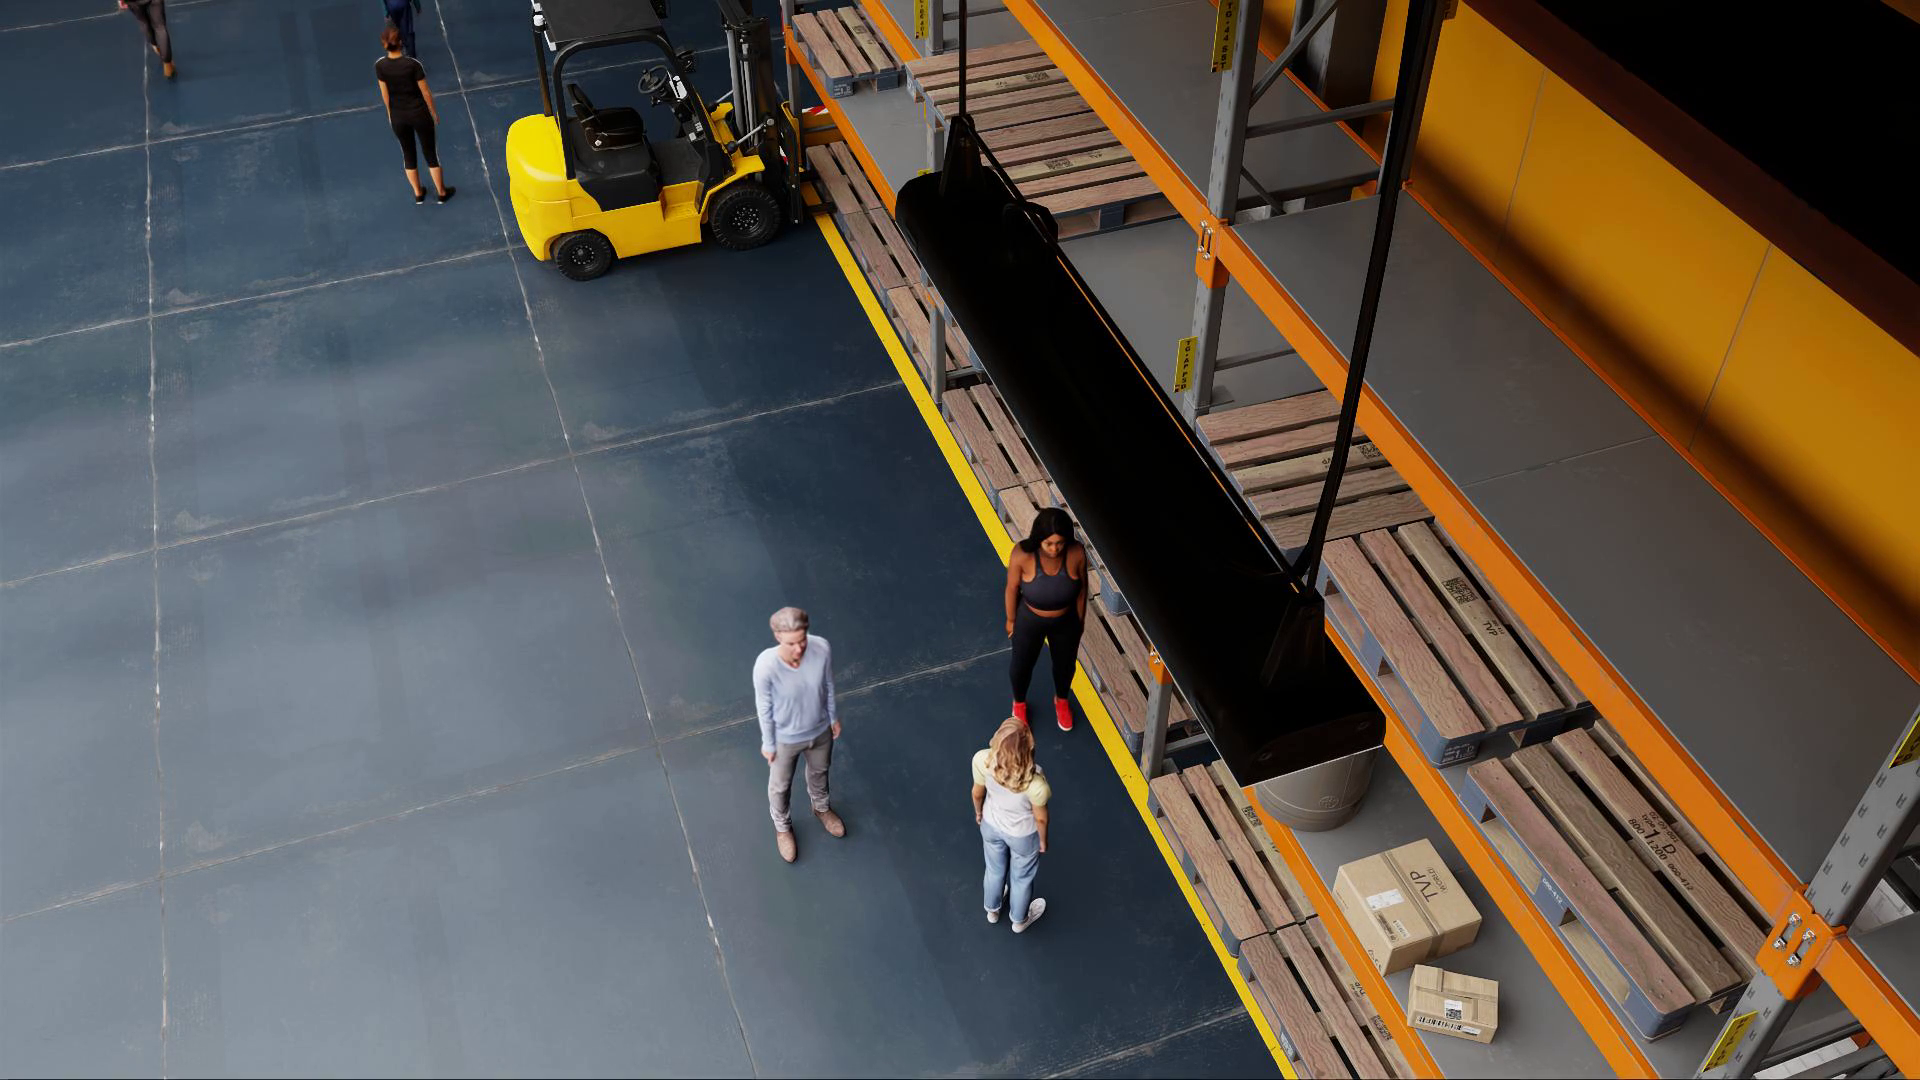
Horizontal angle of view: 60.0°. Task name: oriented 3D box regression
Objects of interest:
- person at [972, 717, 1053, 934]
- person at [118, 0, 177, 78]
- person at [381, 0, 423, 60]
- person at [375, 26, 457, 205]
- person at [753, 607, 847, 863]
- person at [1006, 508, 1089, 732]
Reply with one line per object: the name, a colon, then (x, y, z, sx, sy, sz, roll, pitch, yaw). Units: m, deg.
person: (0.283, 1.575, 9.115, 0.699, 1.723, 0.767, 19, 47, 19)
person: (-8.115, -5.422, 16.485, 0.642, 1.688, 1.056, -14, 45, -14)
person: (-5.640, -5.335, 16.730, 0.629, 1.225, 0.933, -5, 44, -5)
person: (-4.873, -3.764, 14.759, 0.643, 1.669, 0.616, 1, 44, 1)
person: (-0.928, 1.073, 9.518, 0.689, 1.894, 0.637, -22, 48, -21)
person: (0.531, 0.472, 10.206, 0.724, 1.815, 0.707, -3, 44, -3)
